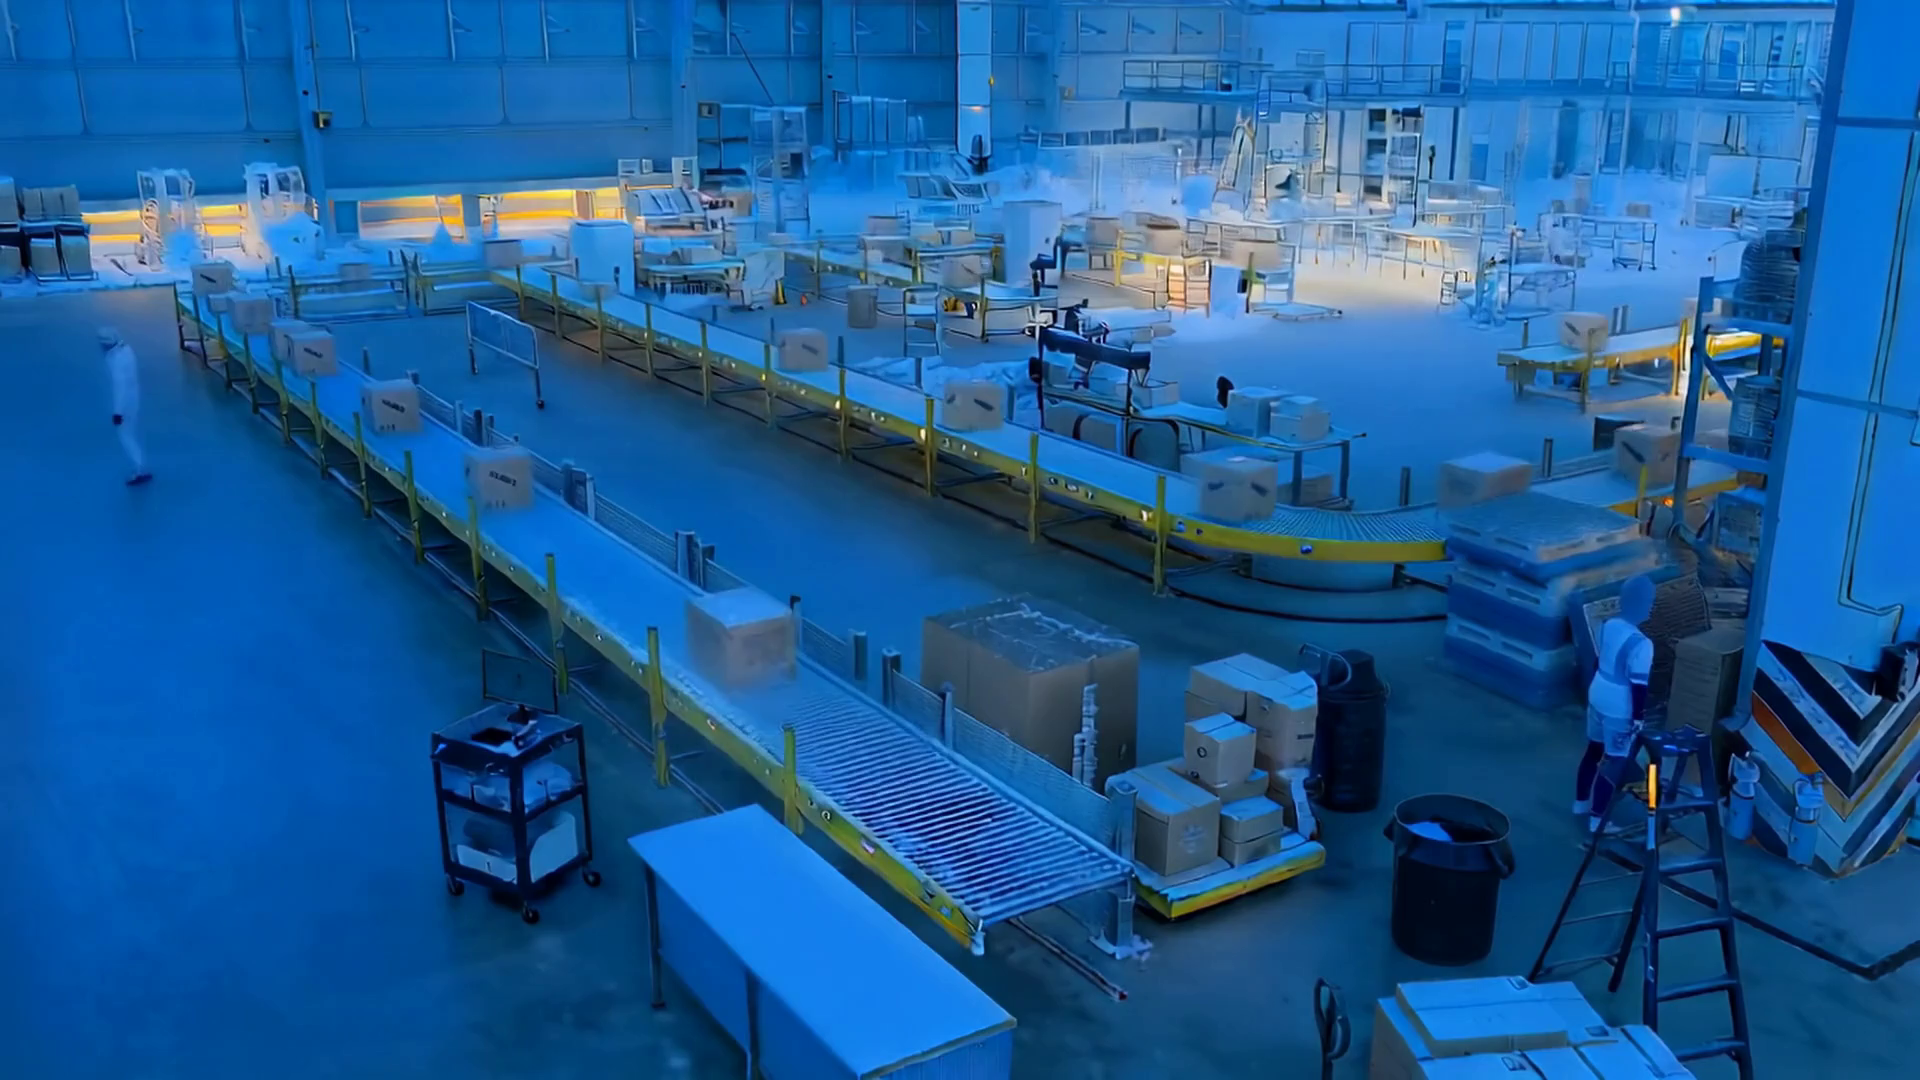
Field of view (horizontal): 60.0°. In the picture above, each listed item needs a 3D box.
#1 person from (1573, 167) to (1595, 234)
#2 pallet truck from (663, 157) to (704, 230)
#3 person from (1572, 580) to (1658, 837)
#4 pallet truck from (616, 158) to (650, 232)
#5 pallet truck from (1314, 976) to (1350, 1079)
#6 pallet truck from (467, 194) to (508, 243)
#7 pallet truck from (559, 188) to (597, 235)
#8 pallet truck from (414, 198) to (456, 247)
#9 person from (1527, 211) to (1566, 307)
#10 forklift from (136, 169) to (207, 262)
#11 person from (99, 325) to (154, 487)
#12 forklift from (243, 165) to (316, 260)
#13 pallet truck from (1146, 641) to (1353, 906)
[{"bbox_3d":[16.683,-9.103,44.475,0.532,1.725,0.883,2,17,6],"label":"person"},{"bbox_3d":[-7.586,-9.308,44.692,0.823,1.965,1.885,-11,20,-33],"label":"pallet truck"},{"bbox_3d":[4.231,1.070,10.705,0.333,1.688,0.543,-1,17,-4],"label":"person"},{"bbox_3d":[-8.918,-9.176,44.255,0.823,1.965,1.885,-9,19,-27],"label":"pallet truck"},{"bbox_3d":[2.299,2.390,7.086,1.601,1.201,0.680,-2,17,-7],"label":"pallet truck"},{"bbox_3d":[-11.983,-8.177,42.137,0.704,1.261,1.522,-11,20,-33],"label":"pallet truck"},{"bbox_3d":[-10.010,-8.652,43.699,0.653,1.274,1.630,-10,20,-31],"label":"pallet truck"},{"bbox_3d":[-13.250,-8.060,41.856,0.680,1.201,1.601,-10,20,-31],"label":"pallet truck"},{"bbox_3d":[11.356,-5.415,32.009,0.701,1.840,0.550,12,20,35],"label":"person"},{"bbox_3d":[-17.842,-7.318,37.559,1.157,1.987,2.680,-10,20,-31],"label":"forklift"},{"bbox_3d":[-9.654,-1.578,19.198,0.396,1.879,0.796,-5,17,-16],"label":"person"},{"bbox_3d":[-15.898,-7.669,38.708,1.157,1.987,2.680,-11,20,-33],"label":"forklift"},{"bbox_3d":[1.664,1.407,10.232,1.630,1.274,0.653,-10,20,-31],"label":"pallet truck"}]
